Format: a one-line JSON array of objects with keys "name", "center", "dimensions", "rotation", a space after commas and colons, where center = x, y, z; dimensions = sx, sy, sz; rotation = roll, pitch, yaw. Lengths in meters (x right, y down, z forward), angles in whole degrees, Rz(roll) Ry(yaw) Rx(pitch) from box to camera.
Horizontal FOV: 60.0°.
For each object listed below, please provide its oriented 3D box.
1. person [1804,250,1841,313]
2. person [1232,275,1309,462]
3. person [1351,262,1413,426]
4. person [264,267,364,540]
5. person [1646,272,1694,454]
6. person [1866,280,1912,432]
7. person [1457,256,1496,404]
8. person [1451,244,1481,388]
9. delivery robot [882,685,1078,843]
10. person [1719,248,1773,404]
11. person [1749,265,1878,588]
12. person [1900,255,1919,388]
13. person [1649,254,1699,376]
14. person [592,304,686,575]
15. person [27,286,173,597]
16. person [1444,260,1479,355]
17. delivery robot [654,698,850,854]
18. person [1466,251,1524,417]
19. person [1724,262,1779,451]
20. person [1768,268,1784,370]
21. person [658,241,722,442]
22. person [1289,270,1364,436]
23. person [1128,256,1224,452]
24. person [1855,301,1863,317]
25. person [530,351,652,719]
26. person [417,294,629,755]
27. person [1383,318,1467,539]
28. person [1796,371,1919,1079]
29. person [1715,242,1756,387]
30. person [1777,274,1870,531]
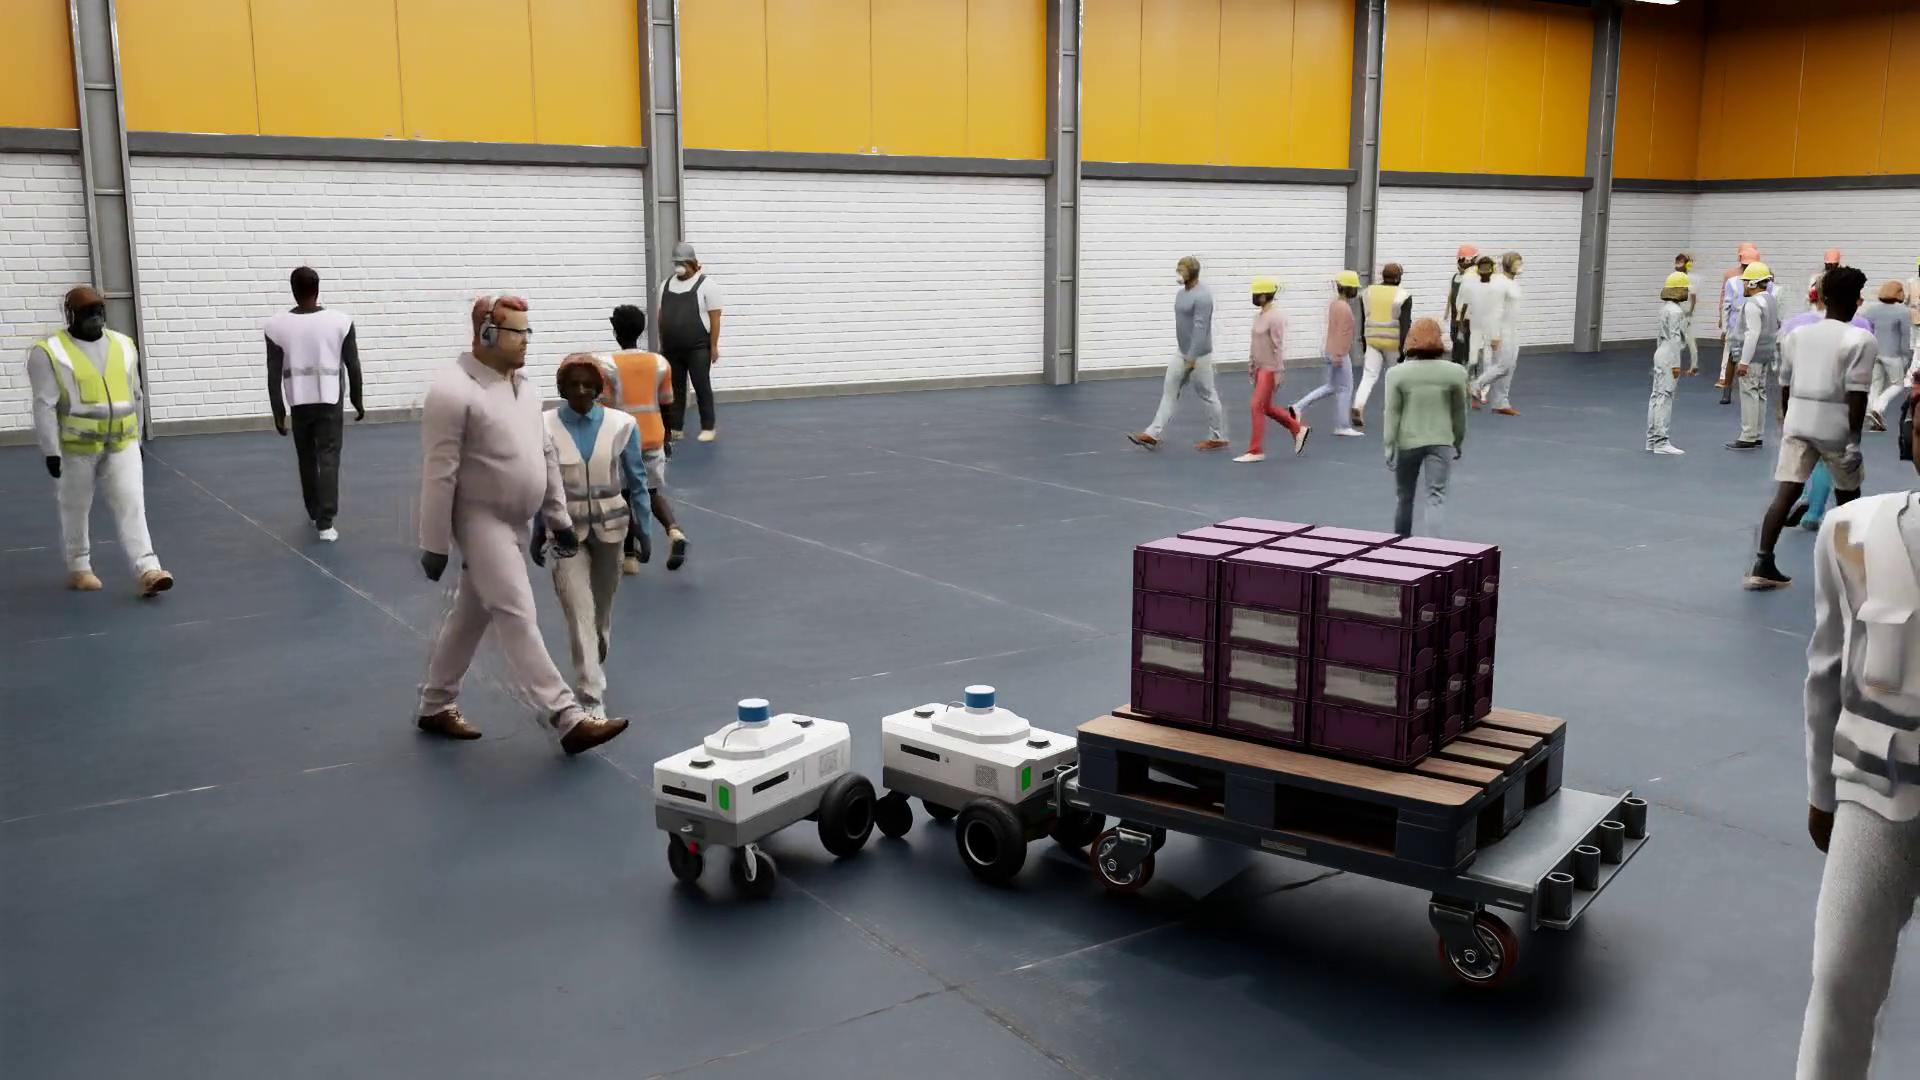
[{"name": "person", "center": [12.612, -3.264, 24.210], "dimensions": [1.004, 1.894, 0.548], "rotation": [-10, 14, -43]}, {"name": "person", "center": [2.912, -1.588, 15.419], "dimensions": [0.764, 1.734, 0.525], "rotation": [-3, 11, -14]}, {"name": "person", "center": [4.656, -2.154, 18.327], "dimensions": [0.628, 1.812, 0.863], "rotation": [8, 13, 37]}, {"name": "person", "center": [-4.497, -0.961, 11.634], "dimensions": [0.597, 1.865, 1.018], "rotation": [-2, 11, -13]}, {"name": "person", "center": [6.855, -1.706, 16.036], "dimensions": [0.302, 1.745, 0.483], "rotation": [2, 10, 9]}, {"name": "person", "center": [9.820, -1.944, 17.655], "dimensions": [0.383, 1.620, 0.521], "rotation": [-6, 12, -28]}, {"name": "person", "center": [6.559, -2.642, 20.902], "dimensions": [0.583, 1.845, 0.539], "rotation": [2, 11, 10]}, {"name": "person", "center": [6.773, -3.006, 22.545], "dimensions": [0.613, 1.980, 0.648], "rotation": [4, 11, 23]}, {"name": "delivery robot", "center": [0.066, 0.738, 5.648], "dimensions": [0.707, 0.478, 0.477], "rotation": [9, 14, 42]}, {"name": "person", "center": [9.728, -2.632, 20.591], "dimensions": [0.551, 1.932, 0.378], "rotation": [4, 11, 23]}, {"name": "person", "center": [5.105, -0.659, 9.843], "dimensions": [0.997, 1.916, 0.620], "rotation": [-5, 12, -27]}, {"name": "person", "center": [13.379, -3.059, 23.109], "dimensions": [1.003, 1.882, 0.610], "rotation": [-6, 12, -30]}, {"name": "person", "center": [10.742, -3.330, 24.746], "dimensions": [0.973, 1.826, 0.530], "rotation": [-6, 12, -29]}, {"name": "person", "center": [-1.951, -0.585, 10.096], "dimensions": [0.536, 1.673, 0.579], "rotation": [-8, 13, -37]}, {"name": "person", "center": [-4.964, -0.553, 9.581], "dimensions": [0.977, 1.786, 0.655], "rotation": [9, 13, 39]}, {"name": "person", "center": [7.817, -3.522, 25.795], "dimensions": [0.776, 1.823, 0.521], "rotation": [-6, 12, -29]}, {"name": "delivery robot", "center": [-0.677, 0.767, 5.484], "dimensions": [0.477, 0.478, 0.707], "rotation": [6, 12, 32]}, {"name": "person", "center": [6.252, -2.387, 19.309], "dimensions": [0.556, 1.925, 0.625], "rotation": [7, 13, 34]}, {"name": "person", "center": [7.716, -1.782, 16.216], "dimensions": [0.404, 1.829, 0.600], "rotation": [9, 14, 41]}, {"name": "person", "center": [12.149, -3.291, 25.069], "dimensions": [0.520, 1.616, 0.619], "rotation": [8, 13, 38]}, {"name": "person", "center": [-2.792, -2.012, 16.903], "dimensions": [0.687, 2.000, 0.536], "rotation": [4, 11, 20]}, {"name": "person", "center": [3.867, -1.941, 17.351], "dimensions": [0.672, 1.743, 0.524], "rotation": [-1, 10, -4]}, {"name": "person", "center": [2.141, -1.769, 15.981], "dimensions": [1.000, 1.885, 0.658], "rotation": [-3, 11, -18]}, {"name": "person", "center": [10.380, -2.314, 19.691], "dimensions": [0.407, 1.616, 0.525], "rotation": [-7, 12, -34]}, {"name": "person", "center": [-1.635, -0.039, 7.325], "dimensions": [0.536, 1.595, 0.888], "rotation": [-4, 11, -20]}, {"name": "person", "center": [-1.827, -0.059, 6.732], "dimensions": [1.027, 1.845, 0.667], "rotation": [3, 11, 14]}, {"name": "person", "center": [2.876, -0.581, 10.311], "dimensions": [0.508, 1.583, 0.877], "rotation": [2, 11, 11]}, {"name": "person", "center": [1.919, 0.559, 3.313], "dimensions": [0.583, 1.845, 0.867], "rotation": [10, 14, 44]}, {"name": "person", "center": [10.750, -3.078, 22.868], "dimensions": [0.611, 1.996, 0.378], "rotation": [8, 13, 38]}, {"name": "person", "center": [6.057, -0.959, 11.714], "dimensions": [0.570, 1.826, 0.447], "rotation": [3, 11, 18]}]
